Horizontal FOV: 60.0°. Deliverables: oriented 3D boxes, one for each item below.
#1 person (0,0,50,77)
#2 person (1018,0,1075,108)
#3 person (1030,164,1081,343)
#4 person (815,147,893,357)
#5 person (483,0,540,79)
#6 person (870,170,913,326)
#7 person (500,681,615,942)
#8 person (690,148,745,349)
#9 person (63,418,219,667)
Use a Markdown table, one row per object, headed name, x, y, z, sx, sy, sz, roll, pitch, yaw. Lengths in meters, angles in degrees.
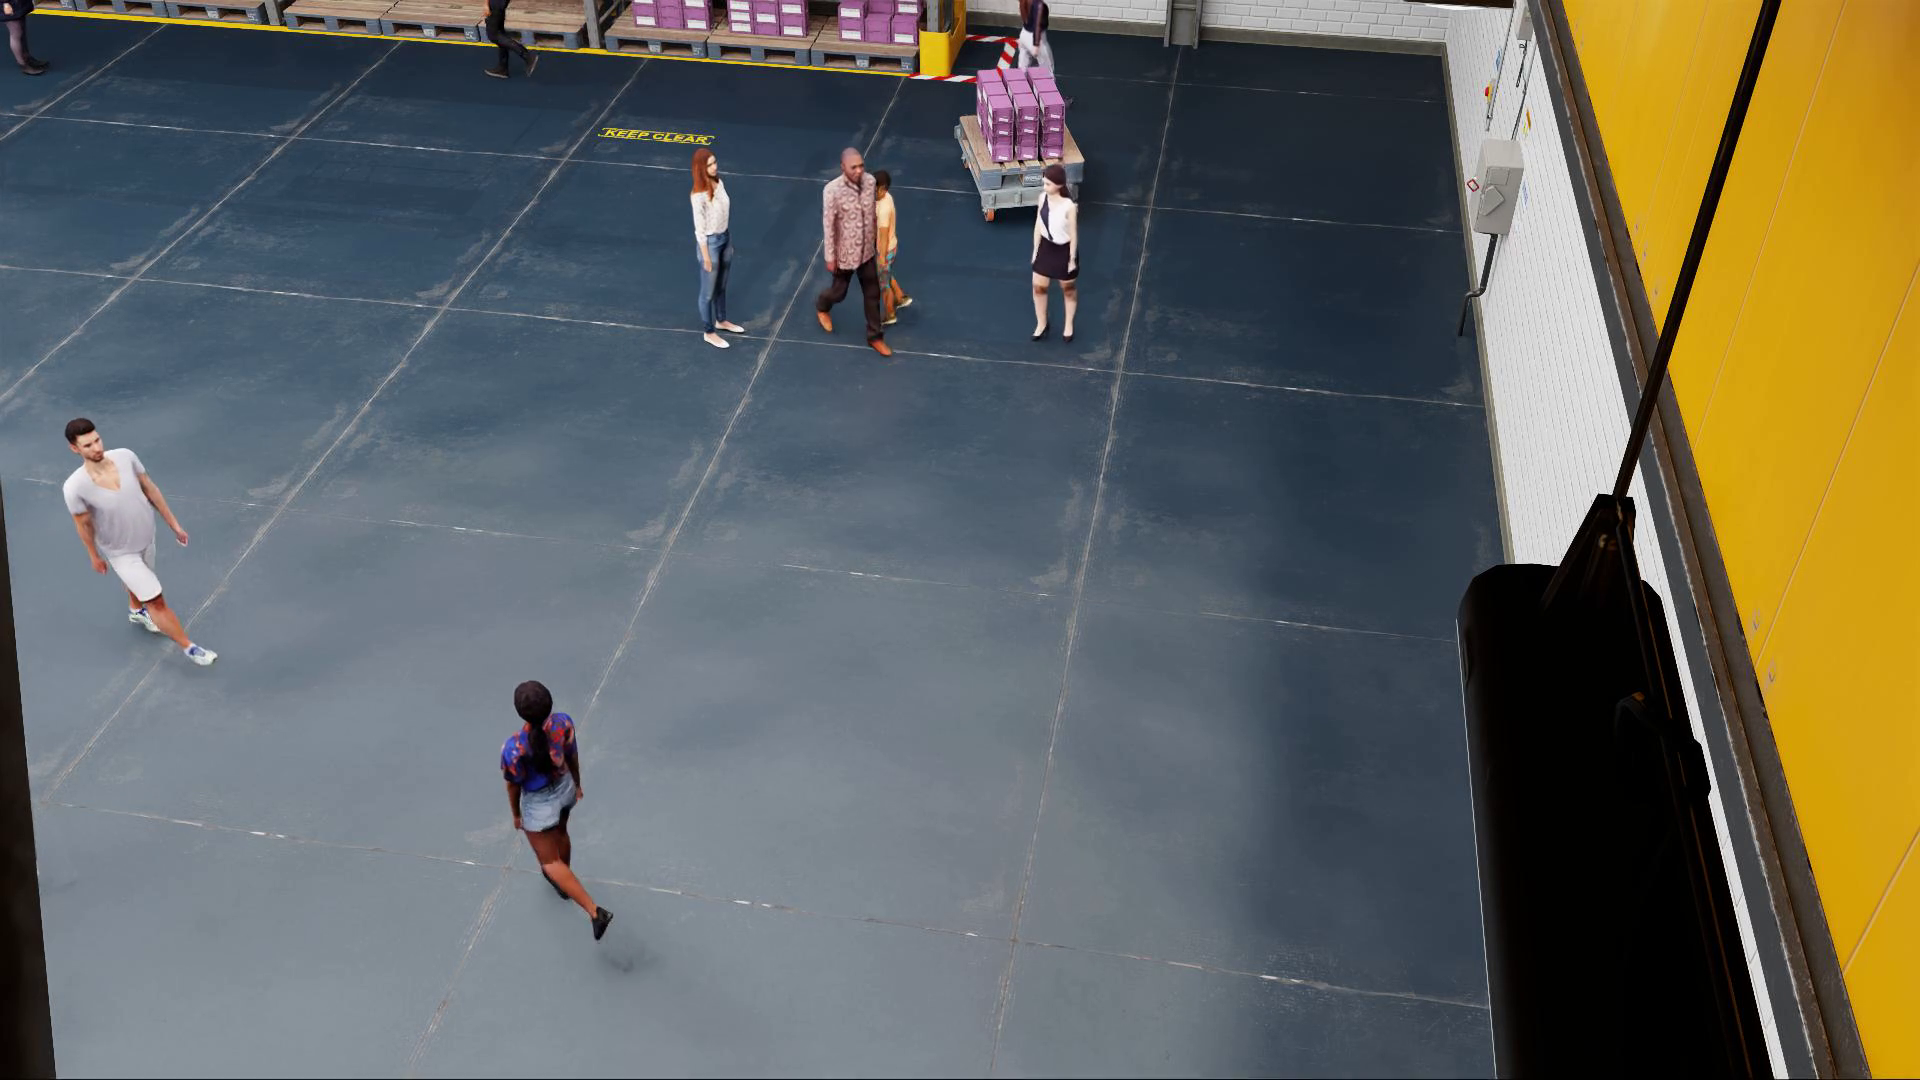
| name | x | y | z | sx | sy | sz | roll | pitch | yaw |
| --- | --- | --- | --- | --- | --- | --- | --- | --- | --- |
| person | -10.477 | -5.968 | 18.291 | 0.770 | 1.674 | 0.765 | -7 | 39 | -9 |
| person | 0.714 | -5.199 | 17.402 | 0.994 | 1.584 | 0.879 | -16 | 41 | -19 |
| person | 0.840 | -2.378 | 13.826 | 0.659 | 1.637 | 0.721 | 18 | 42 | 21 |
| person | -0.937 | -2.440 | 13.774 | 1.148 | 1.799 | 1.222 | -24 | 45 | -27 |
| person | -4.973 | -5.857 | 18.067 | 0.890 | 1.781 | 0.648 | 6 | 39 | 7 |
| person | -0.629 | -2.488 | 14.118 | 0.710 | 1.446 | 0.646 | 0 | 39 | 0 |
| person | -2.173 | 1.464 | 8.950 | 0.939 | 1.719 | 1.085 | -31 | 48 | -33 |
| person | -2.061 | -2.452 | 13.846 | 0.598 | 1.728 | 0.628 | 17 | 42 | 20 |
| person | -5.424 | -0.028 | 10.753 | 1.280 | 1.800 | 0.915 | 17 | 42 | 20 |
